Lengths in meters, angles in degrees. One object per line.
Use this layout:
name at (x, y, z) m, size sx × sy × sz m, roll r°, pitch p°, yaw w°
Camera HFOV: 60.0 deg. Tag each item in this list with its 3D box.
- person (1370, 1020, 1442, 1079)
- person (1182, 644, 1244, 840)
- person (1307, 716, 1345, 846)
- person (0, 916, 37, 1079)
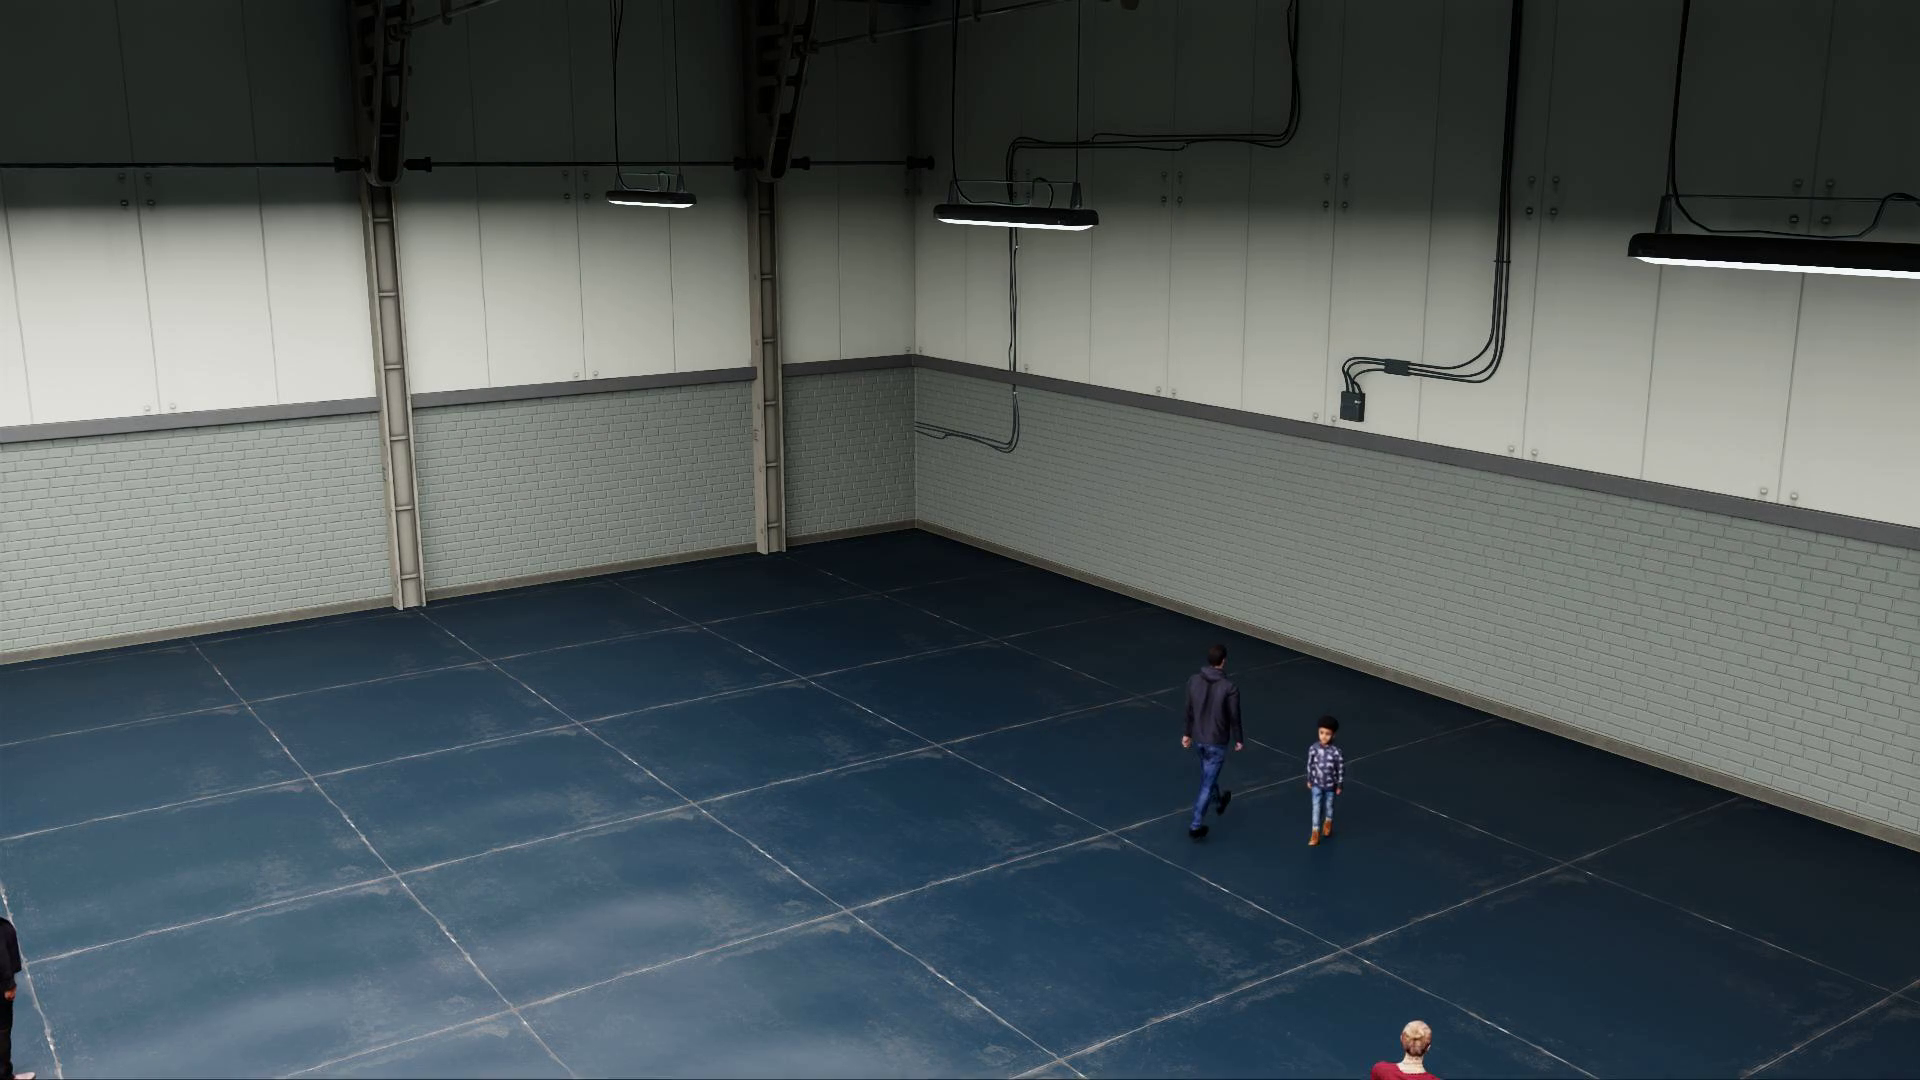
person at (2.503, 3.539, 9.496) m, size 0.951 × 1.669 × 1.104 m, roll 5°, pitch 14°, yaw 21°
person at (2.351, 1.972, 15.917) m, size 0.951 × 1.825 × 1.286 m, roll 9°, pitch 16°, yaw 35°
person at (3.507, 2.284, 15.900) m, size 0.767 × 1.224 × 0.904 m, roll 5°, pitch 14°, yaw 21°
person at (-6.816, 3.074, 11.628) m, size 0.763 × 1.612 × 0.782 m, roll 6°, pitch 15°, yaw 26°
